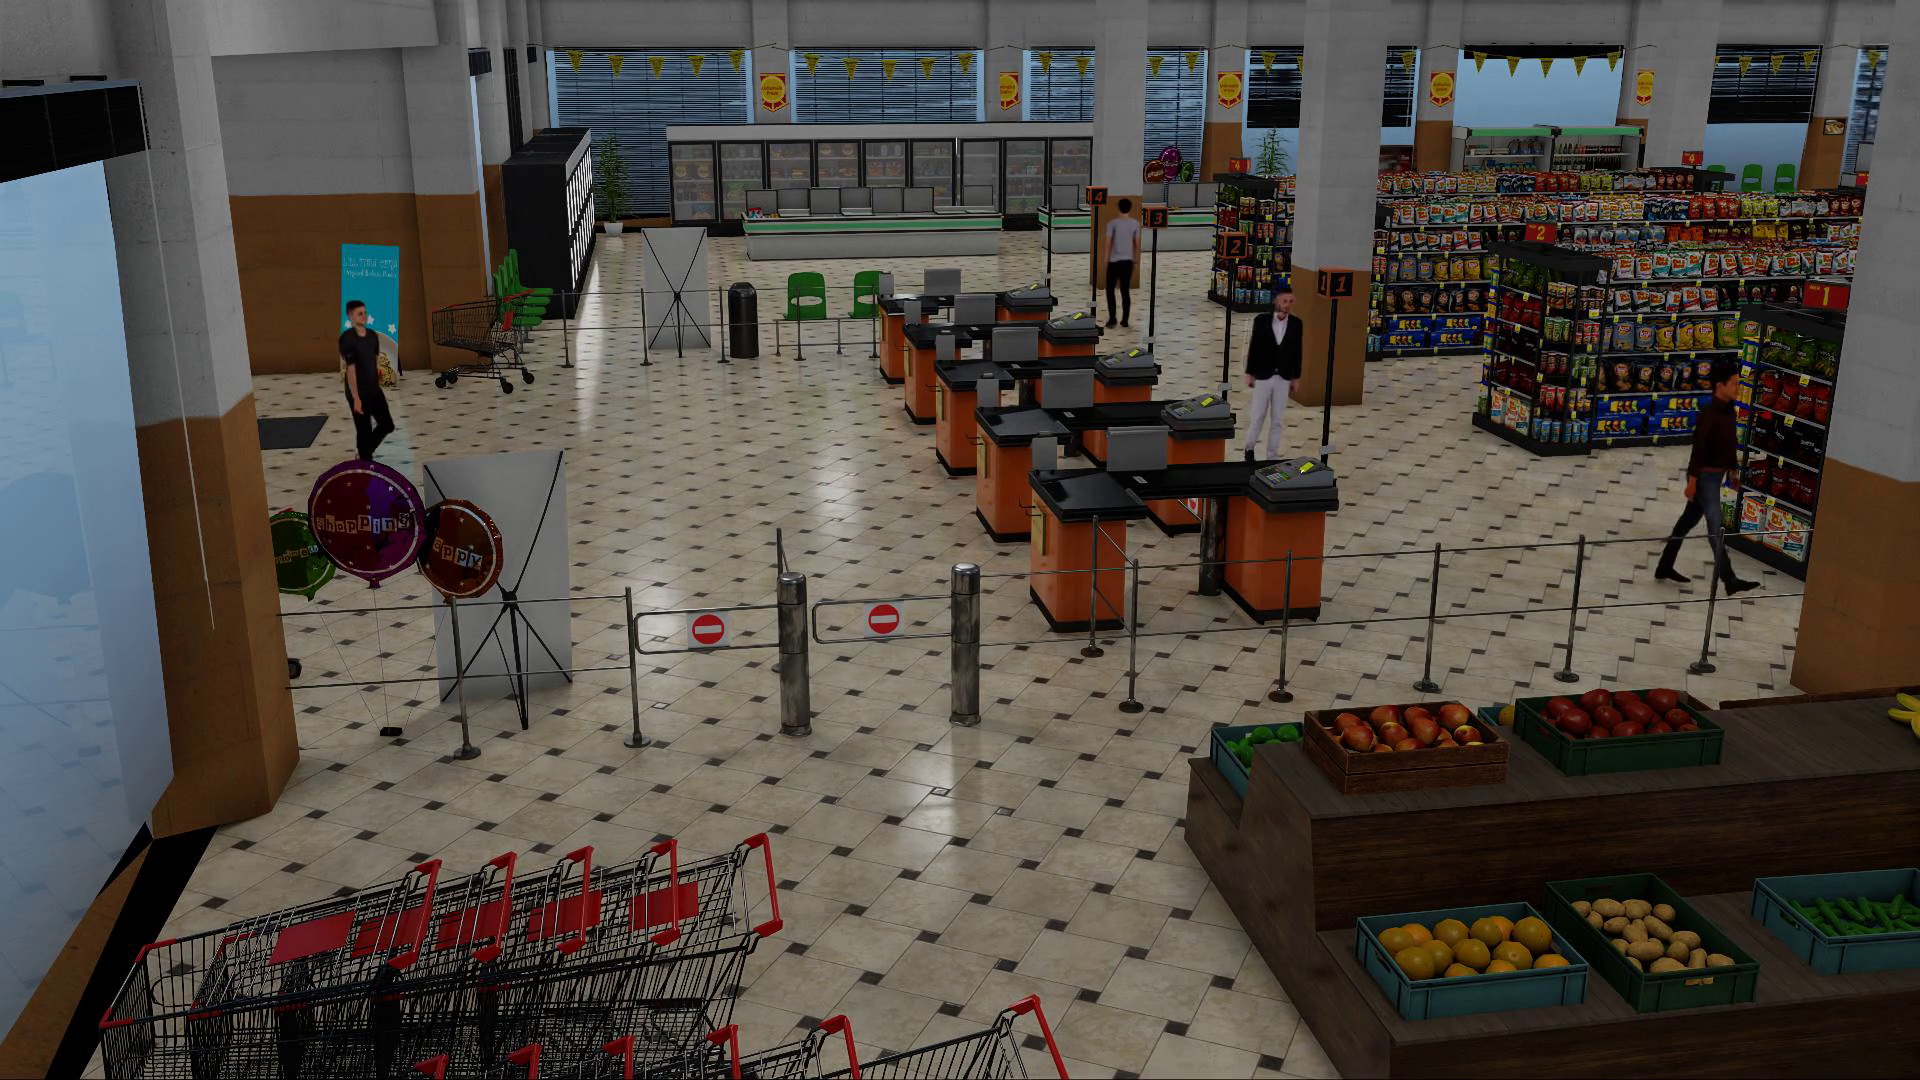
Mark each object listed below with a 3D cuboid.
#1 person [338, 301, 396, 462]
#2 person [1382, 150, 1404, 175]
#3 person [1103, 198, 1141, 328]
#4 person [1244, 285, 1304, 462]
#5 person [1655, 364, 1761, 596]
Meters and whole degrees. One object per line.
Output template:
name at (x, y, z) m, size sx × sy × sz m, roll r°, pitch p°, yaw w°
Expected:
person at (-5.672, -1.379, 15.691) m, size 0.879 × 1.753 × 0.820 m, roll 8°, pitch 19°, yaw 24°
person at (9.026, -7.336, 35.215) m, size 1.094 × 1.808 × 0.915 m, roll -11°, pitch 20°, yaw -33°
person at (2.334, -4.032, 24.241) m, size 0.559 × 1.861 × 0.774 m, roll -4°, pitch 17°, yaw -13°
person at (3.016, -1.572, 16.195) m, size 0.804 × 1.830 × 0.842 m, roll 3°, pitch 17°, yaw 10°
person at (5.616, -0.470, 12.719) m, size 1.121 × 1.742 × 1.108 m, roll 15°, pitch 22°, yaw 41°
